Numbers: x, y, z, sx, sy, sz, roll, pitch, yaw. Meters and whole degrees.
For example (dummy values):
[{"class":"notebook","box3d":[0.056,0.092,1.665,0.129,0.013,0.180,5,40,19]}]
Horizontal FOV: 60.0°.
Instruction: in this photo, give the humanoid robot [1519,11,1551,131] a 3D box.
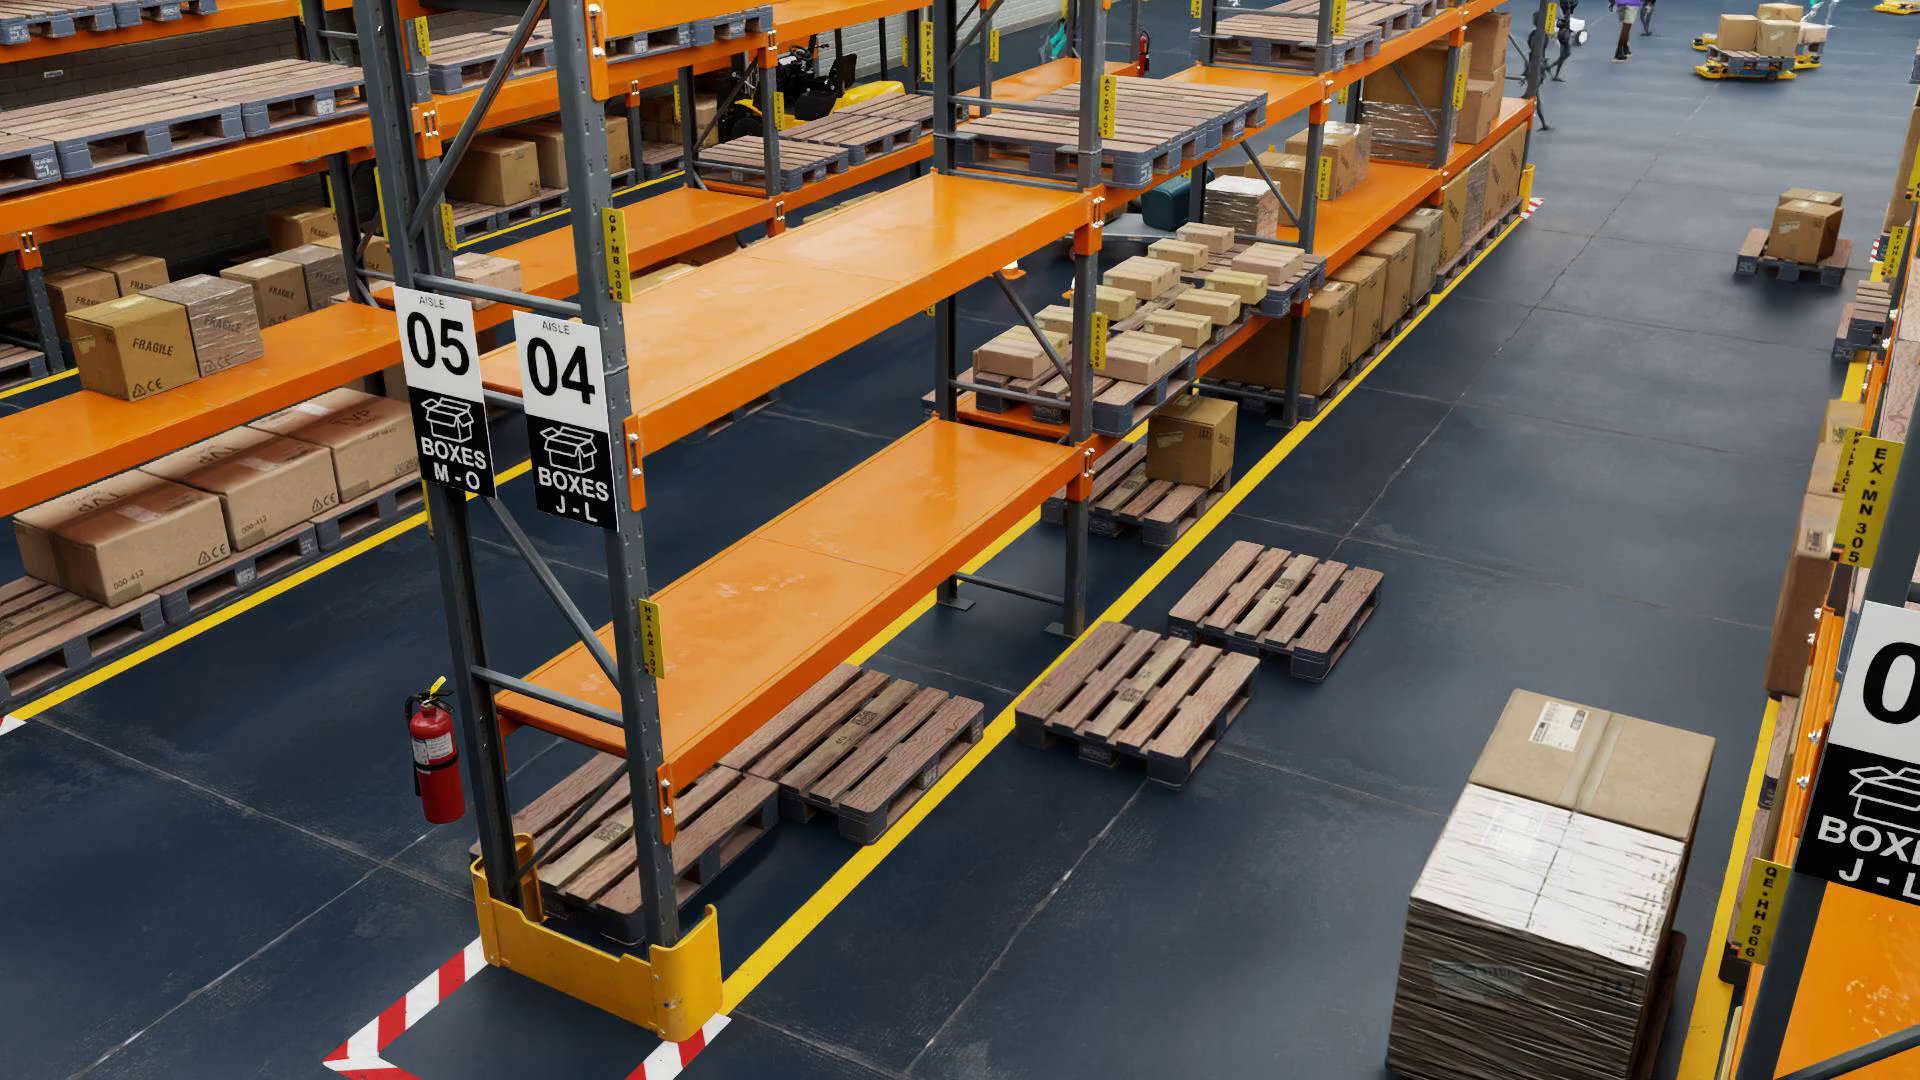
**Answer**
[{"class":"humanoid robot","box3d":[8.186,-6.637,23.576,0.732,1.634,0.619,19,31,34]}]

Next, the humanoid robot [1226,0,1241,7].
[{"class":"humanoid robot","box3d":[5.769,-11.977,34.546,0.791,1.784,0.537,-7,27,-15]}]

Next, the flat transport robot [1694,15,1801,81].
[{"class":"flat transport robot","box3d":[12.995,-7.774,27.496,1.431,0.231,0.659,2,26,3]}]

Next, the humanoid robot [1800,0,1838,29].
[{"class":"humanoid robot","box3d":[16.292,-10.446,31.414,1.034,1.774,0.534,3,26,7]}]

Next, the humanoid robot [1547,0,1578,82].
[{"class":"humanoid robot","box3d":[9.762,-8.287,26.929,0.415,1.645,0.598,8,27,16]}]

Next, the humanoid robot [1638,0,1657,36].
[{"class":"humanoid robot","box3d":[12.911,-10.263,31.059,0.343,1.646,0.609,19,32,35]}]

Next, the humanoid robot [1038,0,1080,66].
[{"class":"humanoid robot","box3d":[1.482,-8.257,26.830,0.947,1.767,0.562,-1,26,-2]}]

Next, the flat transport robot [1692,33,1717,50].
[{"class":"flat transport robot","box3d":[13.923,-8.897,29.829,1.431,0.231,0.659,10,27,20]}]

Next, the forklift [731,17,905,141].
[{"class":"forklift","box3d":[-1.819,-5.975,21.543,2.313,2.155,1.214,14,29,26]}]

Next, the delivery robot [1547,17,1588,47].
[{"class":"delivery robot","box3d":[11.069,-9.310,30.377,0.792,0.611,0.499,-16,30,-29]}]

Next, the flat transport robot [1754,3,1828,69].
[{"class":"flat transport robot","box3d":[13.955,-8.300,28.589,0.659,0.231,1.431,-11,28,-22]}]

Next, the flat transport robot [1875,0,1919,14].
[{"class":"flat transport robot","box3d":[19.583,-10.997,34.193,1.431,0.231,0.659,-13,28,-24]}]

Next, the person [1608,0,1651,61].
[{"class":"person","box3d":[11.621,-9.284,28.721,0.804,1.920,0.697,-18,31,-33]}]
